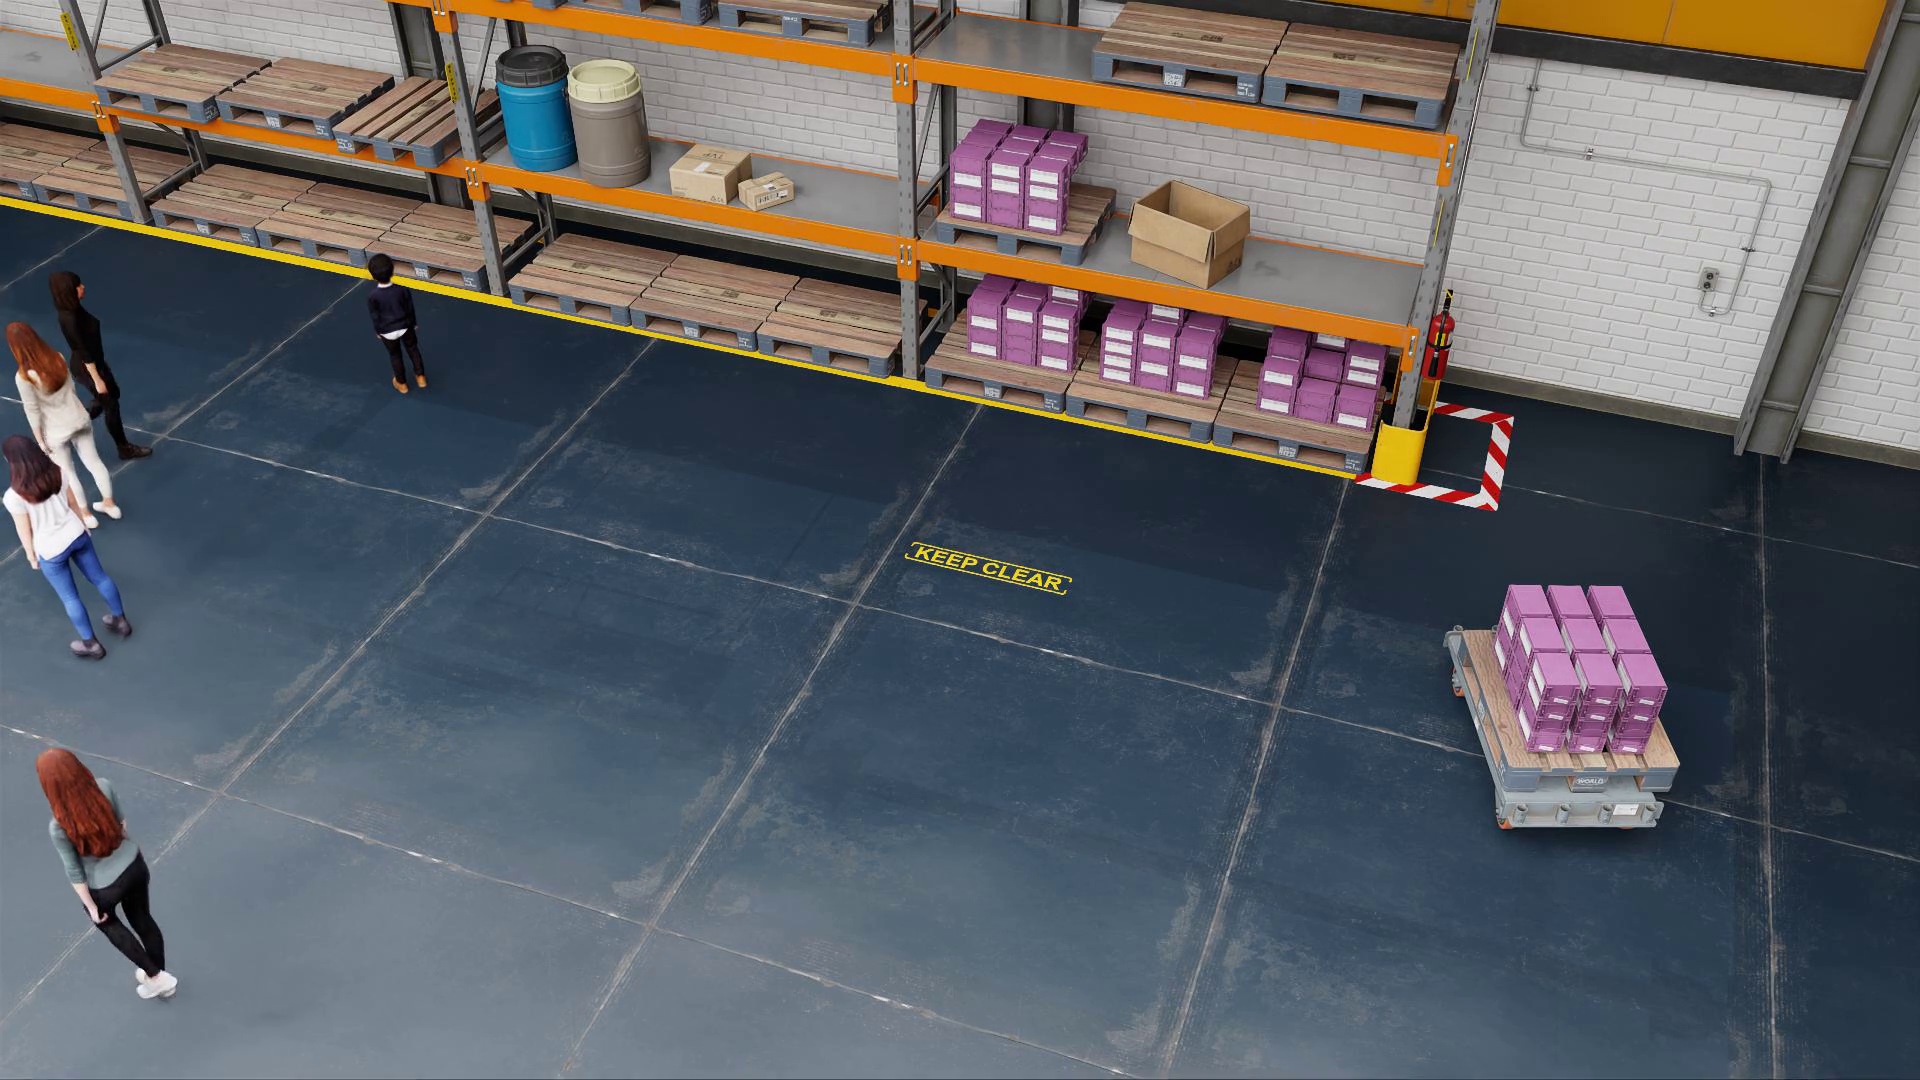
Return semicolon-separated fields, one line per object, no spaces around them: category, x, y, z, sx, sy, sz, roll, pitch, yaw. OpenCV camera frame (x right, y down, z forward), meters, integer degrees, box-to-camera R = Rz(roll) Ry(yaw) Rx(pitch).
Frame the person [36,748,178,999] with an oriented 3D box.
person;-4.318;1.780;8.640;0.660;1.725;0.623;16;41;19

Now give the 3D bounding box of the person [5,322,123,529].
person;-6.376;-0.823;11.918;0.603;1.701;0.625;17;42;20

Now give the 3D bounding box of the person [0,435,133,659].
person;-5.848;0.043;10.852;0.556;1.678;0.605;16;41;20

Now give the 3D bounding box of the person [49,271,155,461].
person;-6.630;-1.267;12.533;0.922;1.628;0.852;-15;41;-18

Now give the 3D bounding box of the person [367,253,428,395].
person;-4.572;-1.755;13.466;0.579;1.226;0.627;-20;43;-23
